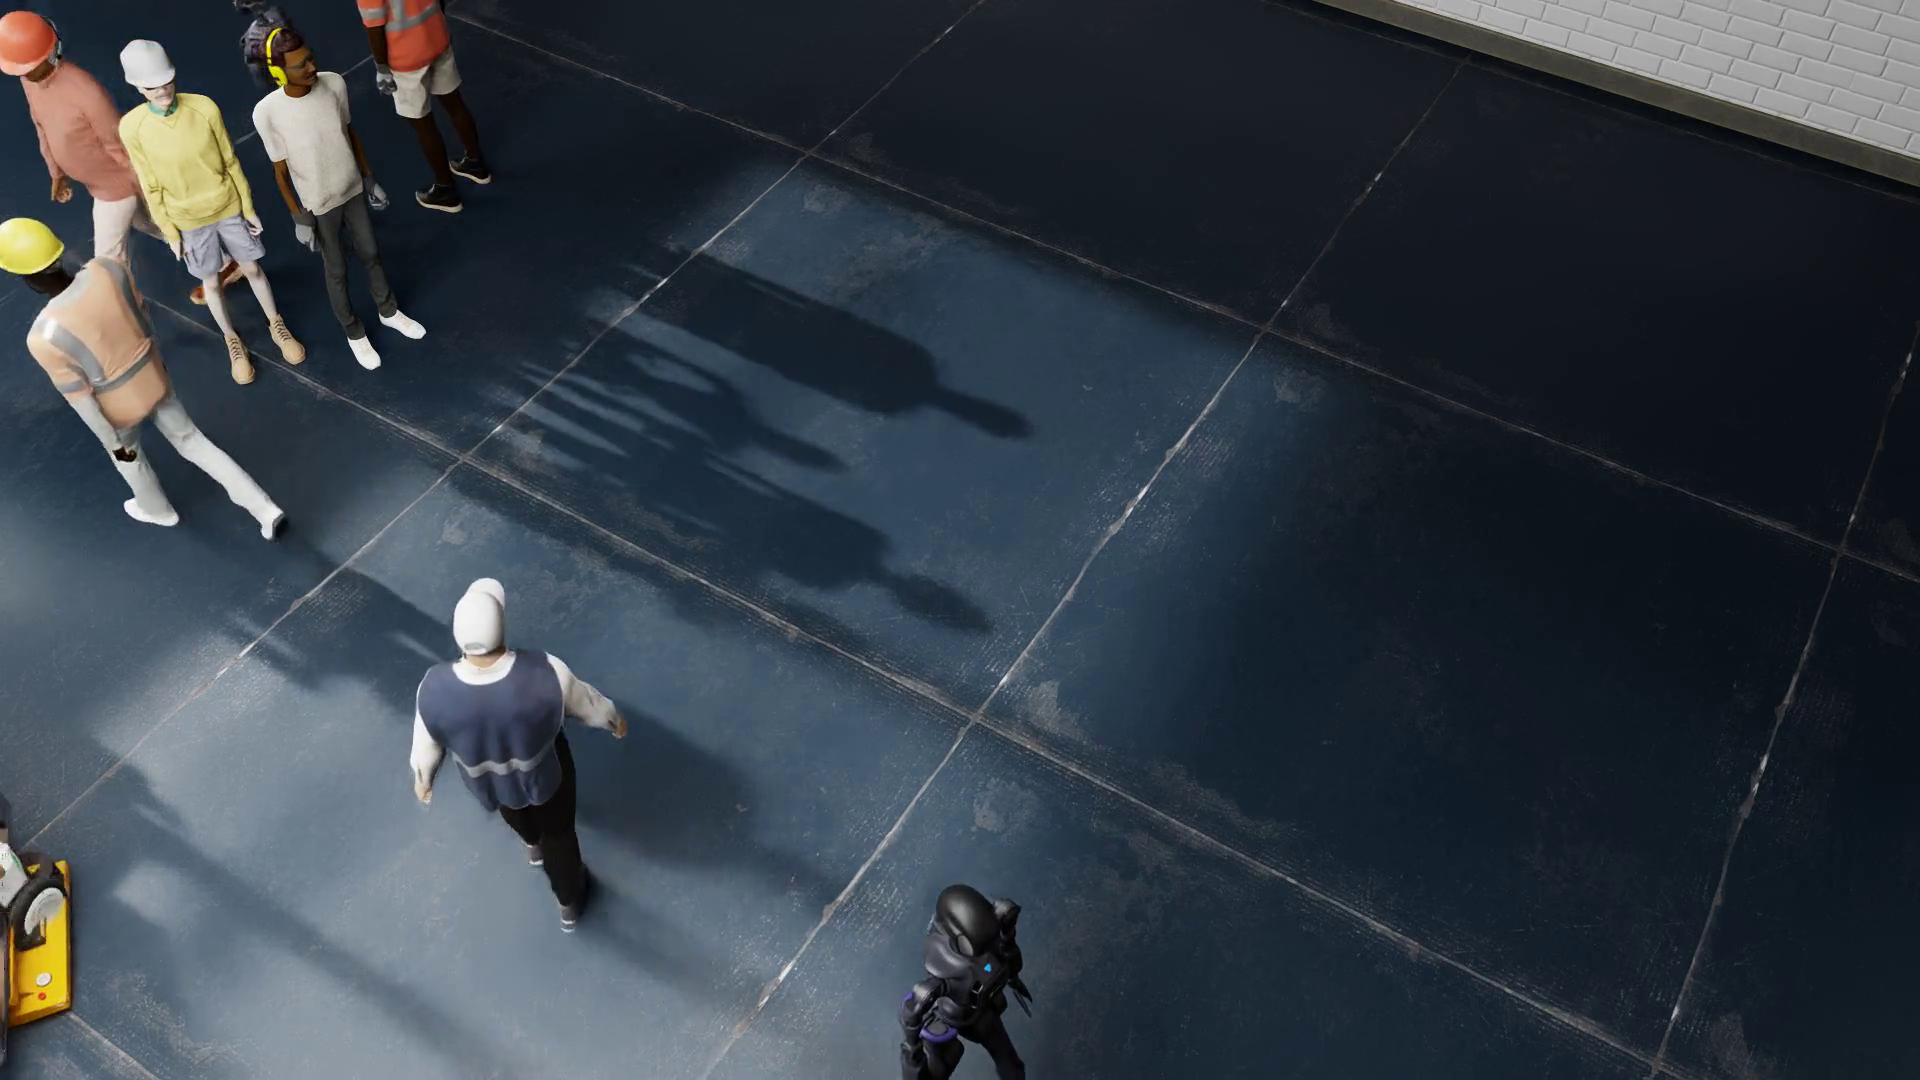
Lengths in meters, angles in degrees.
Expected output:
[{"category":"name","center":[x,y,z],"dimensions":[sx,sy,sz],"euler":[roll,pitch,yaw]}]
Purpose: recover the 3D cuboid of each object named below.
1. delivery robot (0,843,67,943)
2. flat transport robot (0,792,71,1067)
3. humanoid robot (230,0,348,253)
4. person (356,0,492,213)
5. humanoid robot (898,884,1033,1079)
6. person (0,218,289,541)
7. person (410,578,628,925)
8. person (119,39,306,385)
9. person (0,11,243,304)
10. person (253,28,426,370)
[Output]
[{"category":"delivery robot","center":[-3.875,1.490,6.307],"dimensions":[0.499,0.569,0.749],"euler":[12,50,10]},{"category":"flat transport robot","center":[-4.174,1.690,6.338],"dimensions":[1.431,0.231,0.659],"euler":[-15,51,-13]},{"category":"humanoid robot","center":[-3.557,-2.231,8.833],"dimensions":[0.376,1.650,0.609],"euler":[1,49,1]},{"category":"person","center":[-2.985,-2.705,9.065],"dimensions":[0.398,1.956,0.608],"euler":[20,52,17]},{"category":"humanoid robot","center":[0.036,1.618,5.471],"dimensions":[0.561,1.641,0.609],"euler":[32,56,25]},{"category":"person","center":[-3.616,-0.631,7.291],"dimensions":[0.880,1.889,0.593],"euler":[19,51,16]},{"category":"person","center":[-1.635,0.753,6.182],"dimensions":[0.784,1.732,0.680],"euler":[-6,49,-5]},{"category":"person","center":[-3.690,-1.603,8.140],"dimensions":[0.472,1.895,0.385],"euler":[-27,54,-21]},{"category":"person","center":[-4.272,-1.806,8.295],"dimensions":[0.617,1.932,1.003],"euler":[36,58,27]},{"category":"person","center":[-3.080,-1.682,8.220],"dimensions":[0.329,1.877,0.509],"euler":[31,56,24]}]
